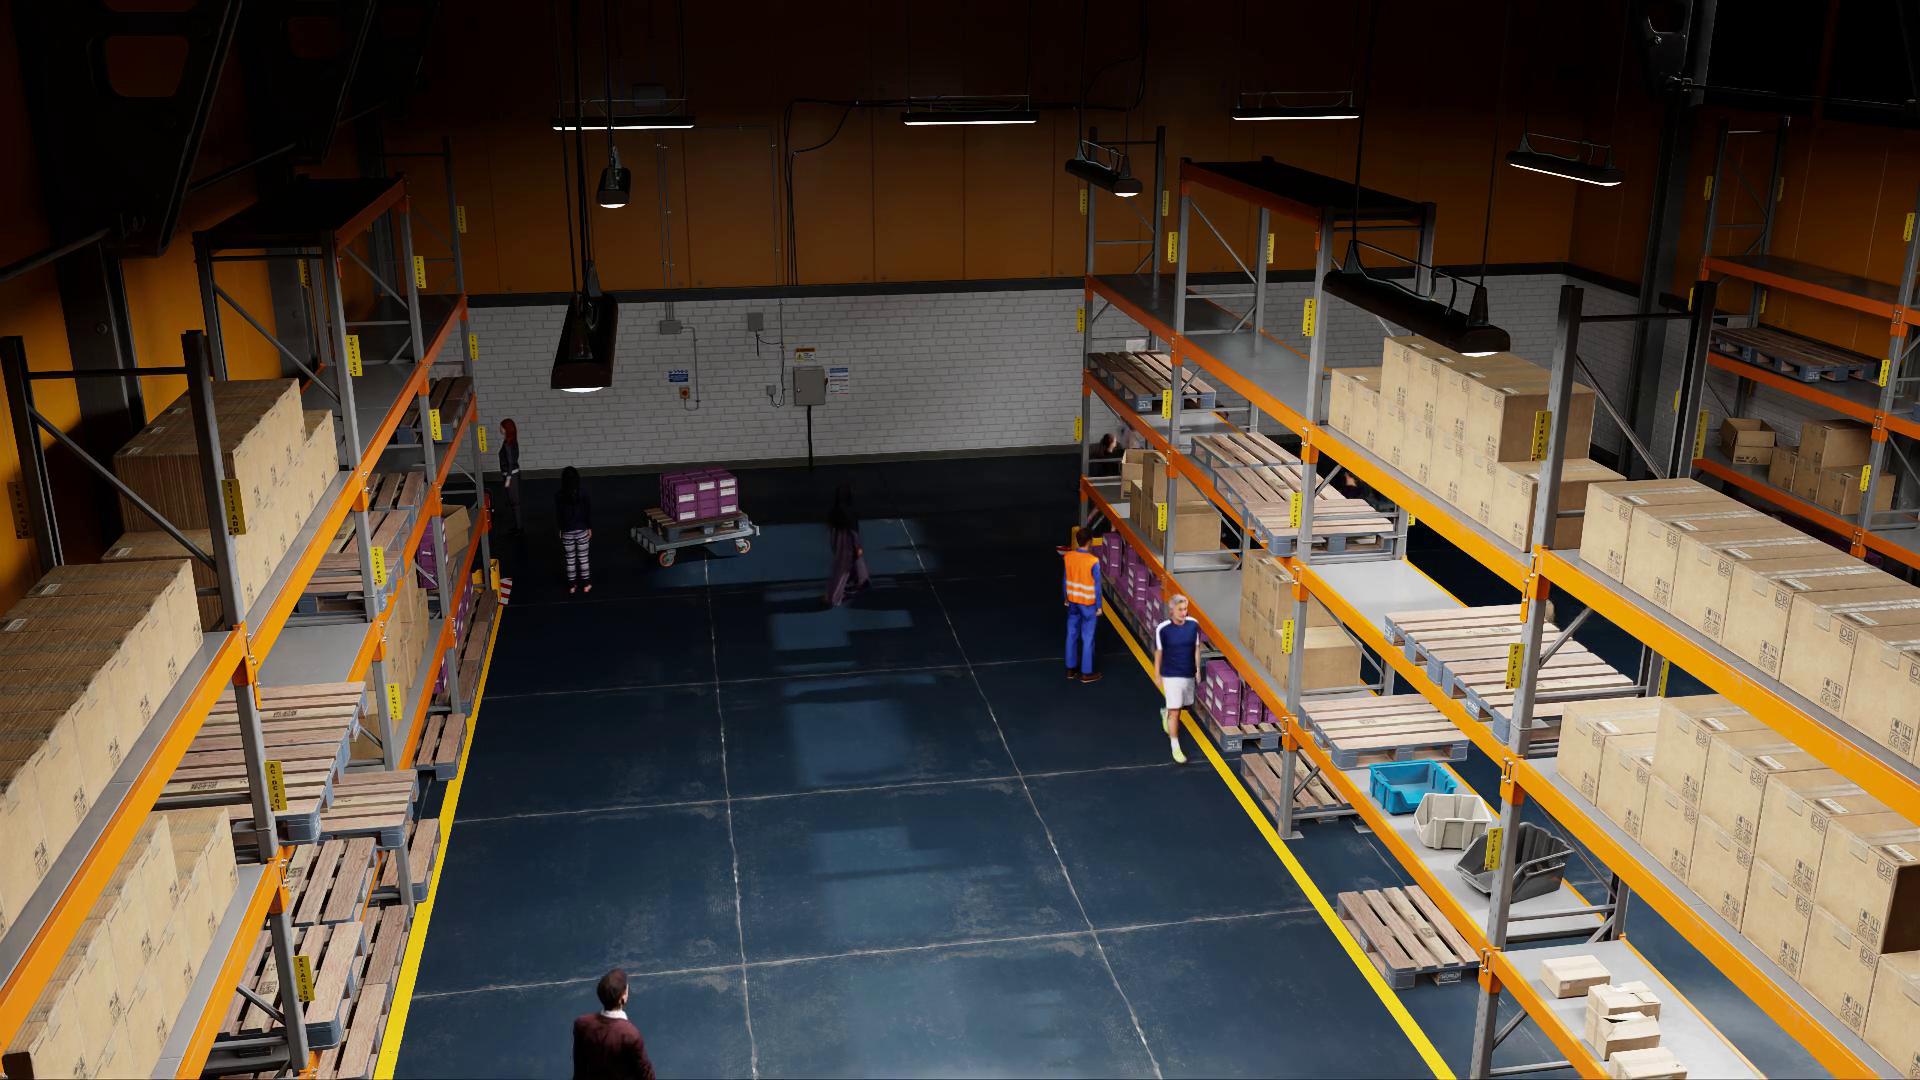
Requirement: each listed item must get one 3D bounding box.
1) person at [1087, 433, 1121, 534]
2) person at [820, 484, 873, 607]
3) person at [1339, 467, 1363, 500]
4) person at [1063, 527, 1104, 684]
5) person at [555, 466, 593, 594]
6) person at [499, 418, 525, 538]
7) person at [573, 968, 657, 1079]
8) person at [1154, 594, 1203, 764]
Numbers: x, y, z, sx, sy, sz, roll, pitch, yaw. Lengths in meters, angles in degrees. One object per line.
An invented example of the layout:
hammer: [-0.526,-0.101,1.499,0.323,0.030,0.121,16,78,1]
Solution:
person: [2.113,-0.801,24.411,0.852,1.533,0.971,-12,22,-32]
person: [-1.569,0.073,21.703,1.039,1.606,1.147,-15,24,-37]
person: [5.156,-0.088,21.842,0.868,1.821,0.810,11,21,29]
person: [1.425,0.736,19.331,0.772,1.864,0.849,15,24,37]
person: [-5.138,-0.145,22.151,0.592,1.732,0.507,-3,19,-8]
person: [-6.572,-0.922,24.386,0.652,1.779,0.451,-2,19,-5]
person: [-2.257,3.653,10.695,0.872,1.846,0.923,8,20,23]
person: [2.261,1.384,17.478,0.754,1.817,1.119,-6,19,-17]
